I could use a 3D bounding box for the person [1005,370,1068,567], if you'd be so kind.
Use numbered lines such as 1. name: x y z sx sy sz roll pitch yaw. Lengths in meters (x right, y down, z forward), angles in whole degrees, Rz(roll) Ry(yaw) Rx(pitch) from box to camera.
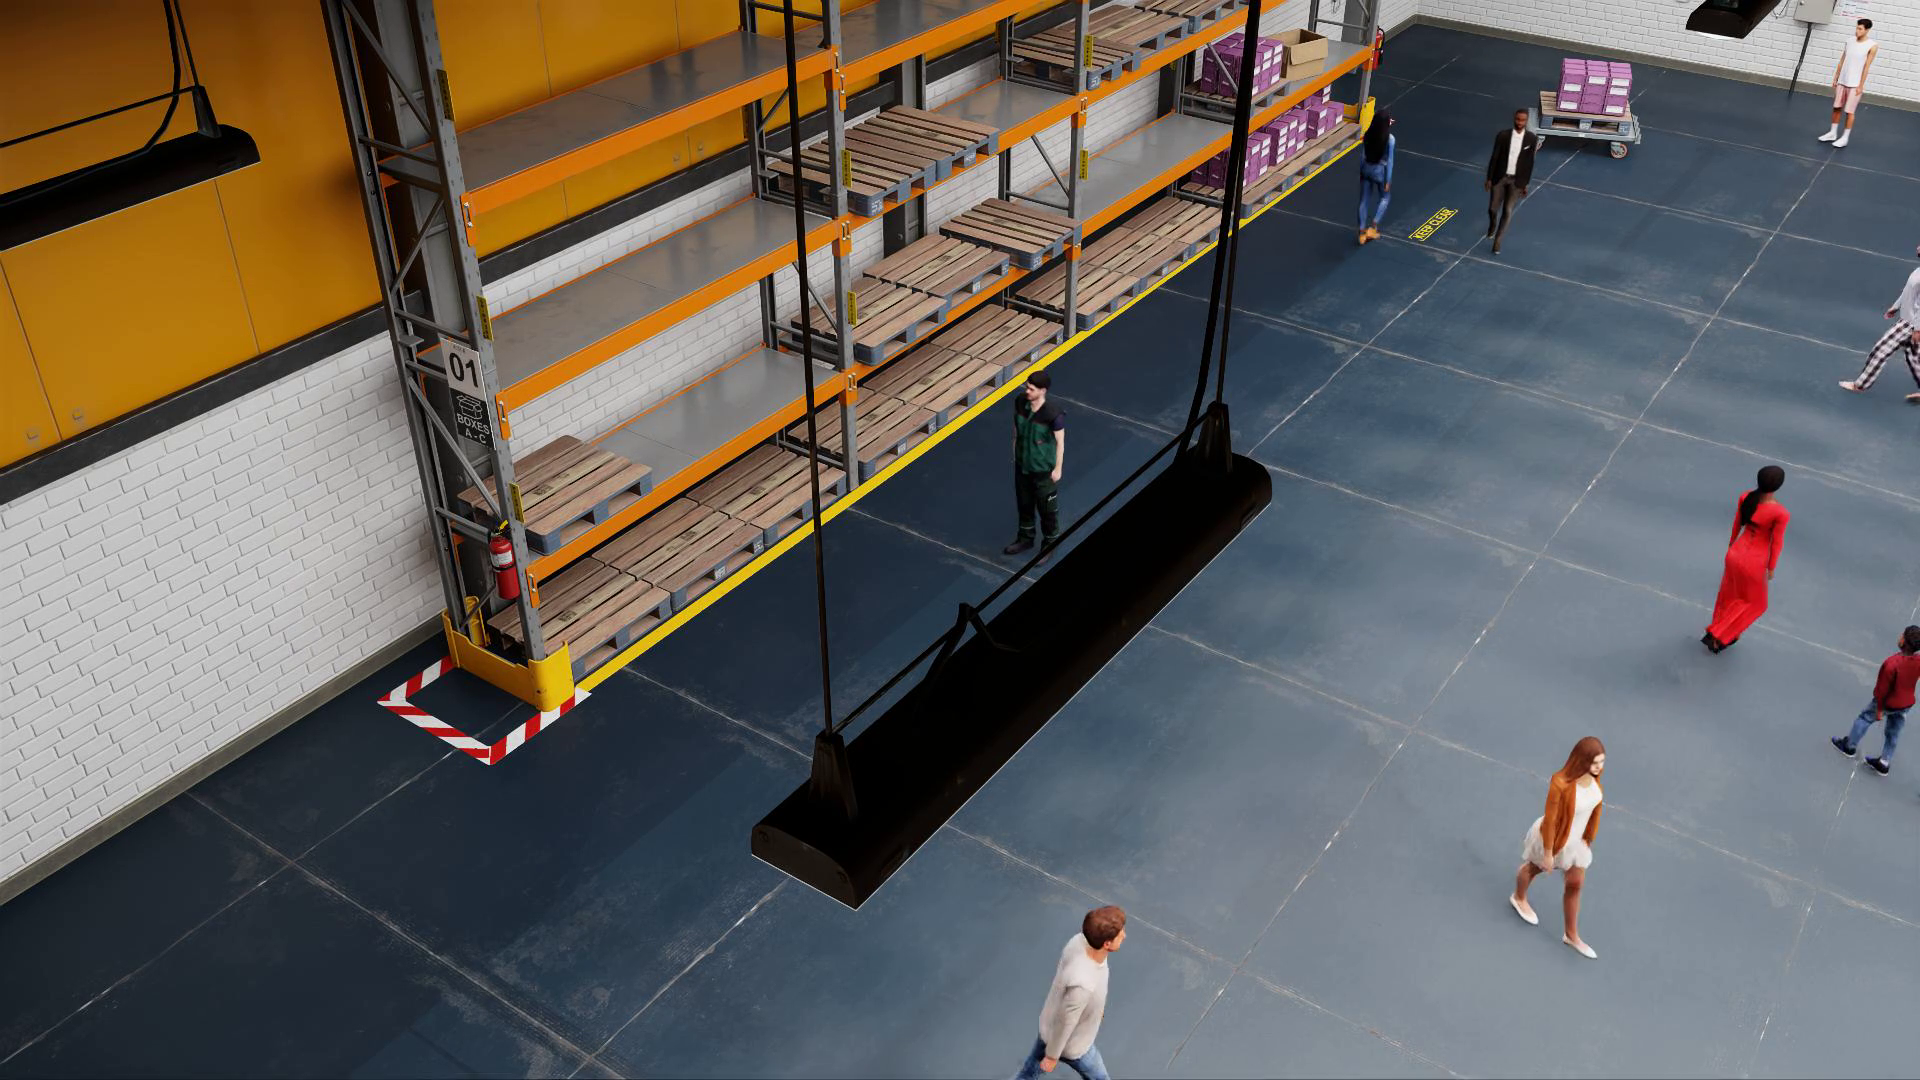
1. person: 0.681 -0.659 14.640 0.693 1.899 0.578 24 41 32

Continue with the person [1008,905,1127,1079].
1. person: 0.521 2.834 9.457 1.221 1.819 1.286 2 34 3

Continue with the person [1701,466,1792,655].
1. person: 6.323 0.210 13.449 0.887 1.771 0.801 -16 37 -23

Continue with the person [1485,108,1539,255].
1. person: 6.728 -4.437 20.421 0.836 1.792 0.923 8 34 11

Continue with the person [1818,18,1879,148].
1. person: 12.612 -6.475 23.499 0.750 1.778 0.740 -15 36 -21

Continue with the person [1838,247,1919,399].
1. person: 9.905 -2.244 17.114 0.762 1.800 1.101 17 37 23

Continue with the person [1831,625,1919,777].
1. person: 7.006 1.231 12.393 0.705 1.239 0.758 -8 34 -11

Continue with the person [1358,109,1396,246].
1. person: 5.068 -4.447 20.518 0.645 1.702 0.636 25 41 32

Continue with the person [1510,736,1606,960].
1. person: 3.902 1.899 10.979 0.991 1.691 0.966 -14 36 -20
